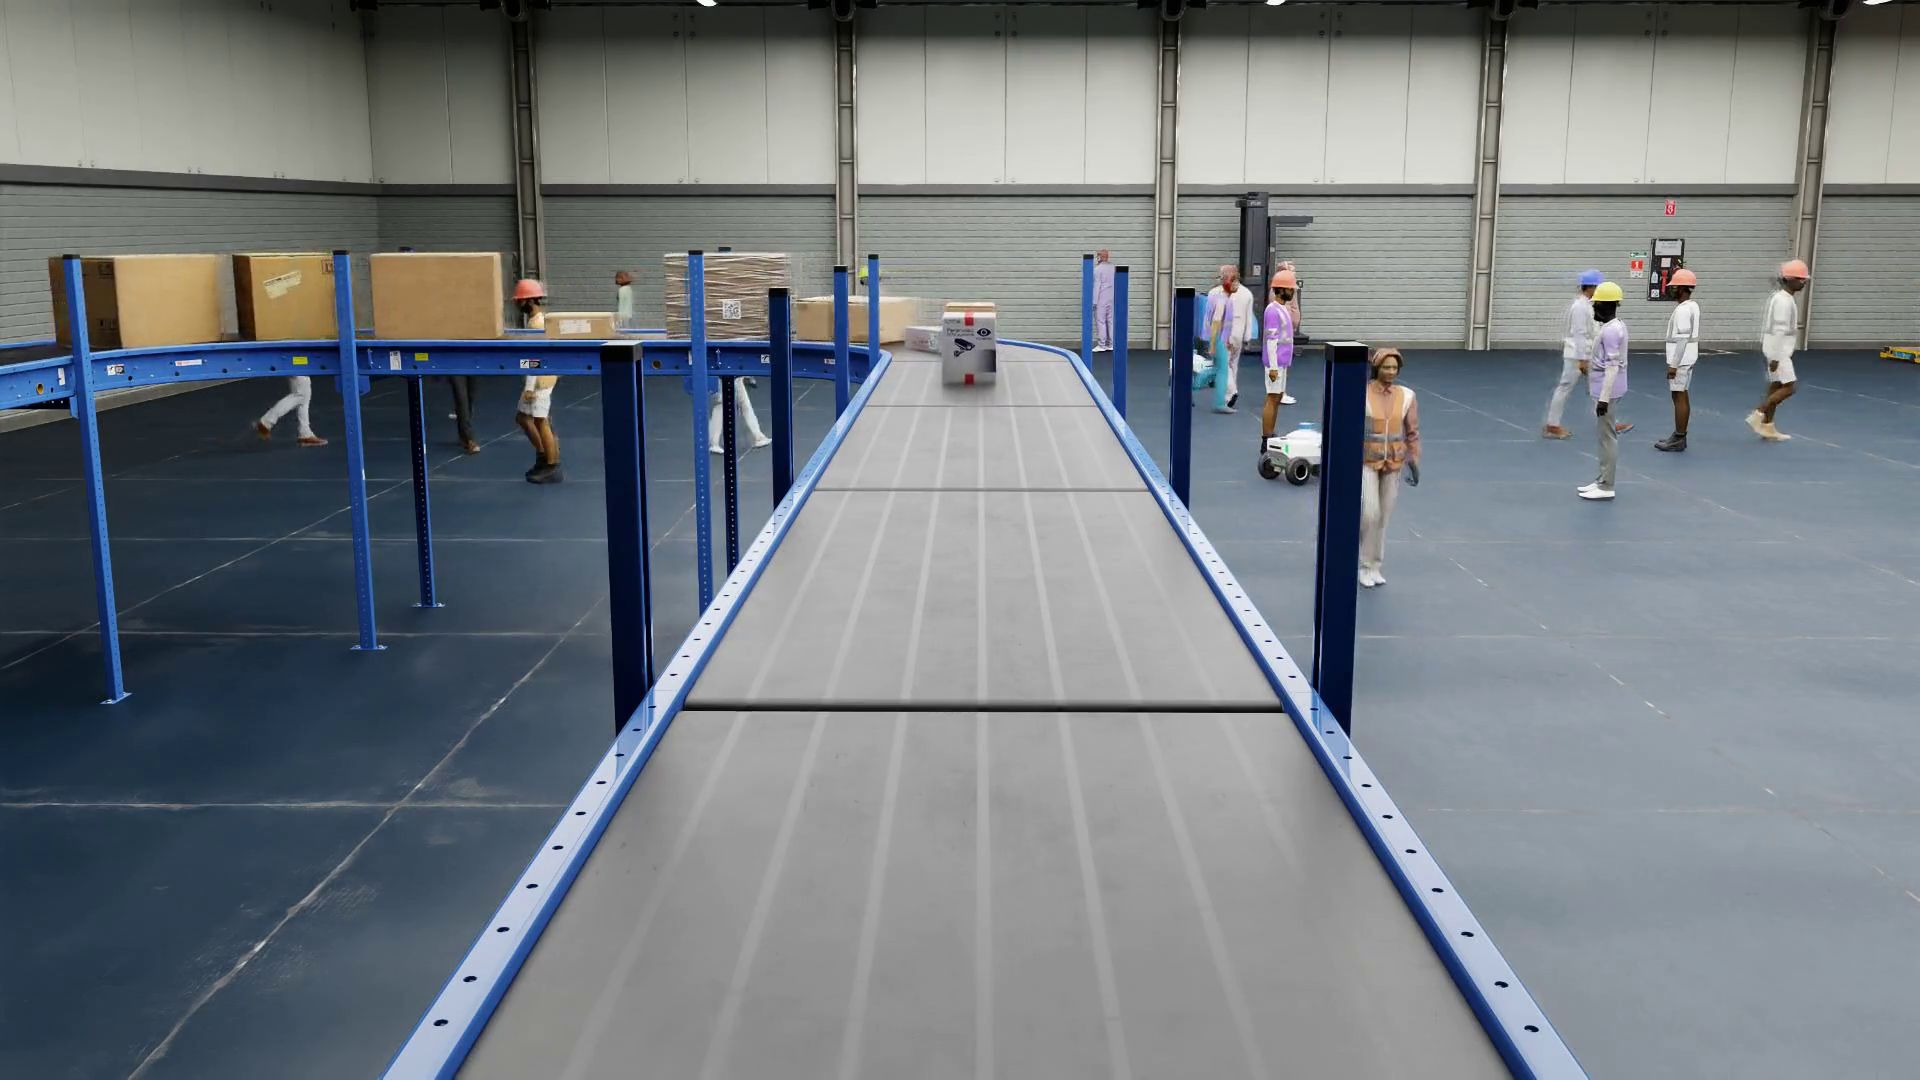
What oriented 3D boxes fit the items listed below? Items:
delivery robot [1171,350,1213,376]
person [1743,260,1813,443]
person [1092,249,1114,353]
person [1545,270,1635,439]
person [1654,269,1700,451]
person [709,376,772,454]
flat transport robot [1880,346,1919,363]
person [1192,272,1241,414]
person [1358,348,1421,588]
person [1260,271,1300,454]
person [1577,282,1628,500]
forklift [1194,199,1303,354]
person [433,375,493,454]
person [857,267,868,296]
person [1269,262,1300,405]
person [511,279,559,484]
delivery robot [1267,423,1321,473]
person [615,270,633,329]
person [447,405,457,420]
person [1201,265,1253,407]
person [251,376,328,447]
[{"bbox_3d":[3.455,-2.569,24.624,0.477,0.478,0.707,-8,13,-34],"label":"delivery robot"},{"bbox_3d":[9.146,-2.088,18.504,0.471,2.030,0.624,5,12,23],"label":"person"},{"bbox_3d":[2.654,-4.456,30.978,0.400,1.905,0.644,10,15,43],"label":"person"},{"bbox_3d":[7.110,-2.074,18.723,0.988,1.899,0.647,8,14,35],"label":"person"},{"bbox_3d":[7.760,-1.942,17.969,0.362,1.939,0.542,7,13,33],"label":"person"},{"bbox_3d":[-2.349,-1.719,17.691,0.846,1.601,0.525,-2,11,-11],"label":"person"},{"bbox_3d":[16.776,-3.238,29.036,0.652,0.197,1.431,0,11,1],"label":"flat transport robot"},{"bbox_3d":[3.234,-2.532,21.341,0.677,1.813,0.579,2,11,12],"label":"person"},{"bbox_3d":[2.860,-0.479,11.242,0.547,1.617,0.525,-2,11,-11],"label":"person"},{"bbox_3d":[3.412,-1.891,17.714,0.367,1.933,0.553,5,12,22],"label":"person"},{"bbox_3d":[5.750,-1.330,14.852,0.383,1.928,0.588,5,12,22],"label":"person"},{"bbox_3d":[5.313,-4.851,30.603,1.873,2.768,1.129,0,11,1],"label":"forklift"},{"bbox_3d":[-5.401,-1.953,18.029,0.629,1.948,1.044,-7,13,-33],"label":"person"},{"bbox_3d":[-1.409,-3.268,25.262,0.470,1.746,0.542,-2,11,-12],"label":"person"},{"bbox_3d":[4.399,-2.797,22.489,0.478,1.904,0.677,0,11,0],"label":"person"},{"bbox_3d":[-4.029,-1.490,15.699,0.470,1.923,0.552,-3,11,-16],"label":"person"},{"bbox_3d":[3.301,-0.881,15.949,0.707,0.478,0.477,-6,12,-27],"label":"delivery robot"},{"bbox_3d":[-5.592,-3.736,28.022,0.654,1.608,0.508,1,11,6],"label":"person"},{"bbox_3d":[-6.290,-2.318,20.560,0.548,1.678,0.437,7,13,34],"label":"person"},{"bbox_3d":[3.605,-2.730,22.219,0.648,1.872,0.846,-4,12,-21],"label":"person"},{"bbox_3d":[-7.316,-1.940,18.031,0.701,1.913,0.660,-6,13,-30],"label":"person"}]
